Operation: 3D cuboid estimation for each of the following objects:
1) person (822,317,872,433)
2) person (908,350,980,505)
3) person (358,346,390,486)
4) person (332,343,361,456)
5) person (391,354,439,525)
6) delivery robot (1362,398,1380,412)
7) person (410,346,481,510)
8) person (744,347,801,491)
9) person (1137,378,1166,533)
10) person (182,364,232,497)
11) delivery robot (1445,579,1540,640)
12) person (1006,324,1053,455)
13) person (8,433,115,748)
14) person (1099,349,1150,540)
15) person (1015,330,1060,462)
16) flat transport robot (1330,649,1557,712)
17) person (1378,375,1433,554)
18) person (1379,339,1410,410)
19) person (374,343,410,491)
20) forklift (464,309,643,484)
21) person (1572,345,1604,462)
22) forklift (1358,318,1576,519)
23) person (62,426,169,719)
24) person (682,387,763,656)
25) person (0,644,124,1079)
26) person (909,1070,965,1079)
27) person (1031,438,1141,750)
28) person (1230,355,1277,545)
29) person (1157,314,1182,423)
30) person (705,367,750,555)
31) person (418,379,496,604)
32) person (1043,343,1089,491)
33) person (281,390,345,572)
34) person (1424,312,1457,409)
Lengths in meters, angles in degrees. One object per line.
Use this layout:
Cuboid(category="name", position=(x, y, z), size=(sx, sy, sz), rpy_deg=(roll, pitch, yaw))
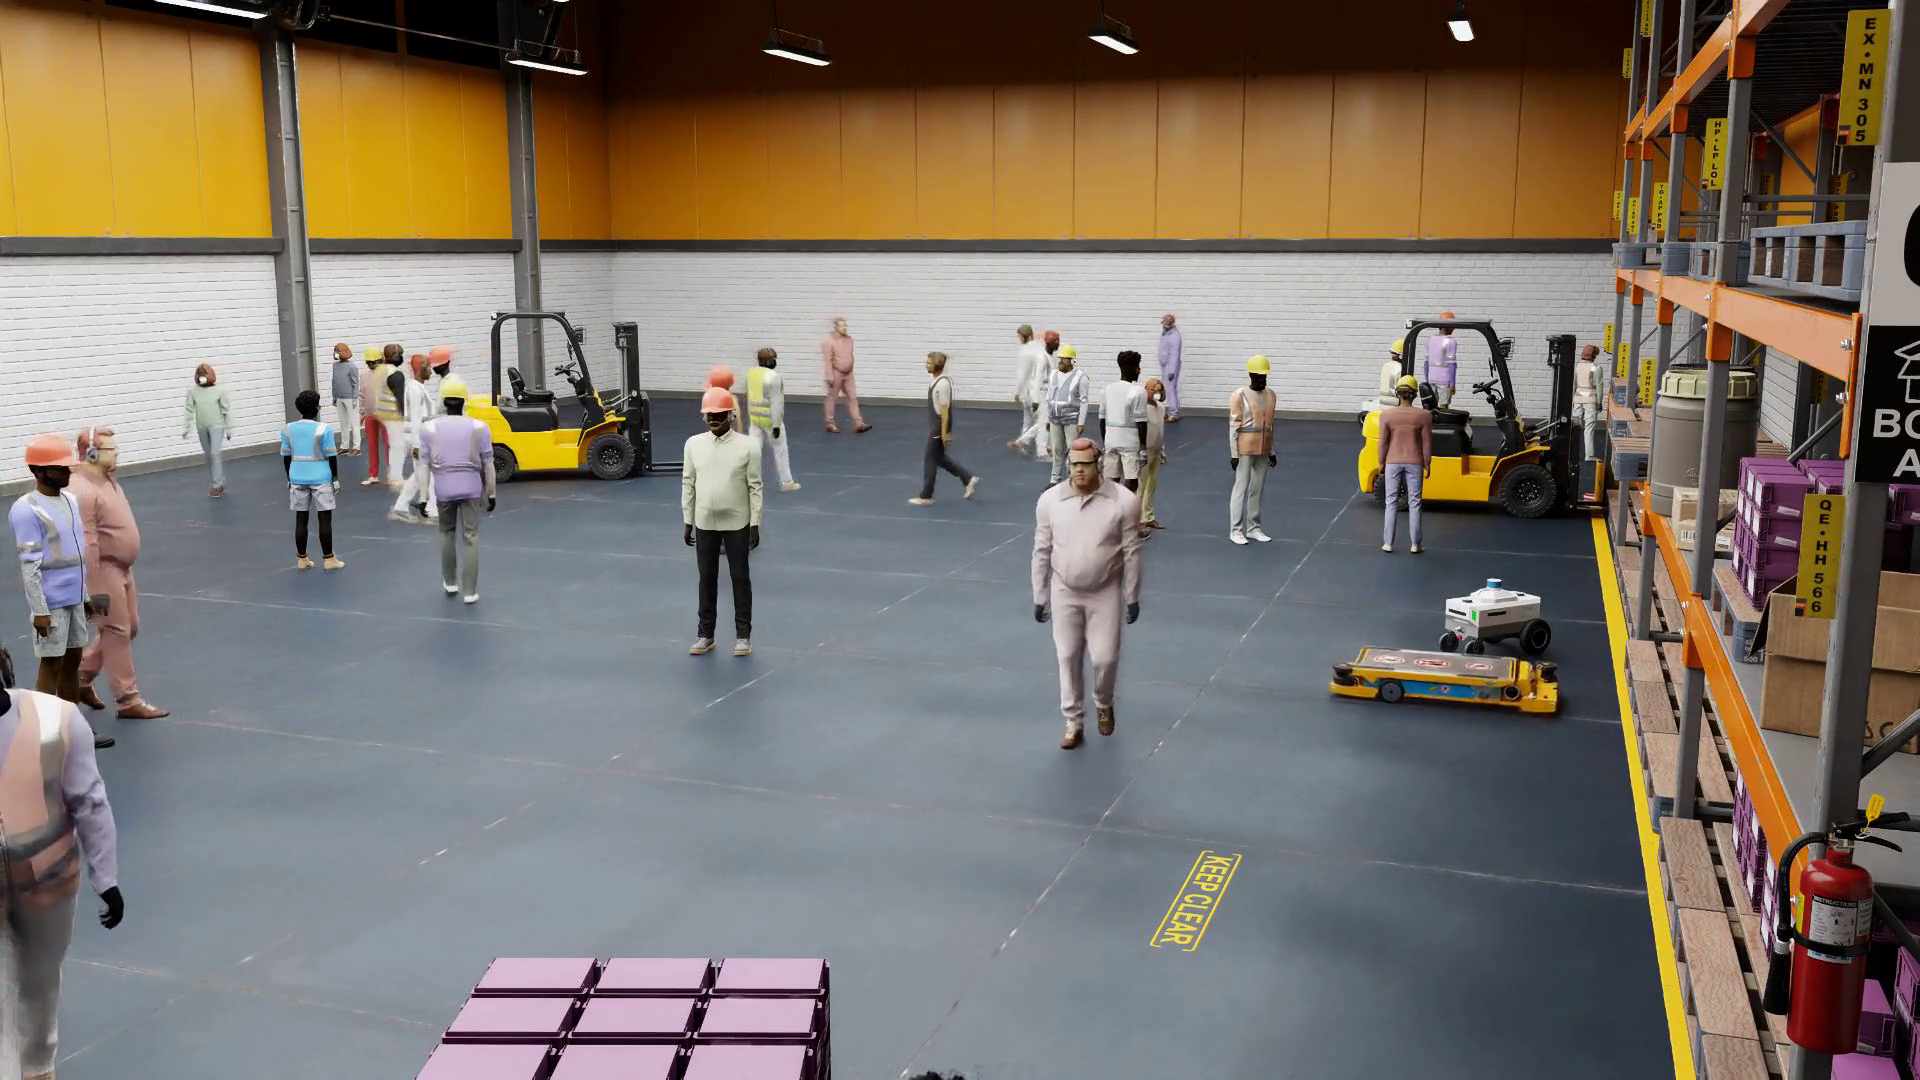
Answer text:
Cuboid(category="person", position=(-1.850, -2.624, 26.677), size=(0.681, 1.863, 0.935), rpy_deg=(-10, 14, -44))
Cuboid(category="person", position=(-0.191, -1.306, 19.399), size=(0.787, 1.827, 0.520), rpy_deg=(-1, 10, -3))
Cuboid(category="person", position=(-7.357, -1.561, 20.998), size=(0.524, 1.763, 0.323), rpy_deg=(2, 10, 14))
Cuboid(category="person", position=(-8.855, -2.023, 23.955), size=(0.497, 1.634, 0.278), rpy_deg=(6, 12, 29))
Cuboid(category="person", position=(-5.926, -1.081, 18.100), size=(0.671, 1.867, 0.612), rpy_deg=(-4, 11, -20))
Cuboid(category="delivery robot", position=(7.076, -2.199, 27.721), size=(0.707, 0.478, 0.477), rpy_deg=(7, 12, 35))
Cuboid(category="person", position=(-5.931, -1.270, 19.004), size=(0.894, 1.877, 0.629), rpy_deg=(-5, 11, -24))
Cuboid(category="person", position=(-2.388, -1.456, 20.309), size=(0.635, 1.801, 0.938), rpy_deg=(9, 13, 41))
Cuboid(category="person", position=(2.027, -0.903, 17.655), size=(0.285, 1.631, 0.501), rpy_deg=(8, 13, 39))
Cuboid(category="person", position=(-9.081, -1.306, 20.024), size=(0.514, 1.602, 0.778), rpy_deg=(0, 10, 3))
Cuboid(category="delivery robot", position=(3.953, 0.532, 12.344), size=(0.707, 0.478, 0.477), rpy_deg=(-5, 11, -26))
Cuboid(category="person", position=(0.988, -2.180, 24.136), size=(0.916, 1.881, 0.701), rpy_deg=(5, 11, 27))
Cuboid(category="person", position=(-5.299, 0.337, 9.810), size=(0.354, 1.939, 0.545), rpy_deg=(0, 10, 0))
Cuboid(category="person", position=(1.694, -0.973, 17.111), size=(0.371, 1.963, 0.608), rpy_deg=(-9, 14, -43))
Cuboid(category="person", position=(1.108, -2.014, 23.272), size=(0.607, 1.861, 0.593), rpy_deg=(3, 10, 16))
Cuboid(category="flat transport robot", position=(3.261, 0.924, 11.198), size=(1.431, 0.197, 0.652), rpy_deg=(3, 11, 19))
Cuboid(category="person", position=(4.378, -0.739, 16.384), size=(0.524, 1.759, 0.328), rpy_deg=(3, 11, 17))
Cuboid(category="person", position=(5.636, -1.682, 21.519), size=(0.404, 1.823, 0.591), rpy_deg=(-2, 10, -13))
Cuboid(category="person", position=(-6.947, -1.507, 20.514), size=(0.472, 1.831, 0.649), rpy_deg=(-6, 12, -31))
Cuboid(category="forklift", position=(-5.354, -1.902, 21.697), size=(2.313, 2.155, 1.214), rpy_deg=(-2, 10, -13))
Cuboid(category="person", position=(8.794, -1.914, 23.339), size=(0.309, 1.637, 0.512), rpy_deg=(-6, 12, -30))
Cuboid(category="forklift", position=(5.787, -1.437, 19.079), size=(2.313, 2.155, 1.214), rpy_deg=(3, 11, 19))
Cuboid(category="person", position=(-5.471, 0.215, 10.628), size=(0.592, 1.901, 0.681), rpy_deg=(-2, 10, -12))
Cuboid(category="person", position=(-1.762, -0.134, 12.307), size=(0.612, 1.995, 0.382), rpy_deg=(1, 10, 7))
Cuboid(category="person", position=(-3.140, 1.173, 5.497), size=(0.640, 1.790, 0.955), rpy_deg=(-7, 12, -34))
Cuboid(category="person", position=(-0.101, 1.707, 2.855), size=(0.815, 1.662, 0.558), rpy_deg=(-1, 10, -8))
Cuboid(category="person", position=(0.747, 0.324, 10.014), size=(0.665, 1.888, 0.433), rpy_deg=(3, 10, 14))
Cuboid(category="person", position=(2.996, -0.918, 16.908), size=(0.593, 1.925, 0.384), rpy_deg=(-6, 12, -32))
Cuboid(category="person", position=(3.587, -2.939, 28.465), size=(0.473, 1.870, 0.751), rpy_deg=(-2, 10, -9))
Cuboid(category="person", position=(-2.279, -0.770, 16.242), size=(0.381, 1.864, 0.688), rpy_deg=(-1, 10, -6))
Cuboid(category="person", position=(-4.298, -0.431, 14.249), size=(0.625, 1.898, 0.811), rpy_deg=(-3, 10, -14))
Cuboid(category="person", position=(1.282, -1.482, 20.341), size=(0.590, 1.837, 0.404), rpy_deg=(7, 12, 36))
Cuboid(category="person", position=(-6.021, -0.547, 15.468), size=(0.541, 1.695, 0.316), rpy_deg=(1, 10, 8))
Cuboid(category="person", position=(7.176, -2.369, 24.775), size=(0.403, 2.036, 0.609), rpy_deg=(-5, 11, -26))
